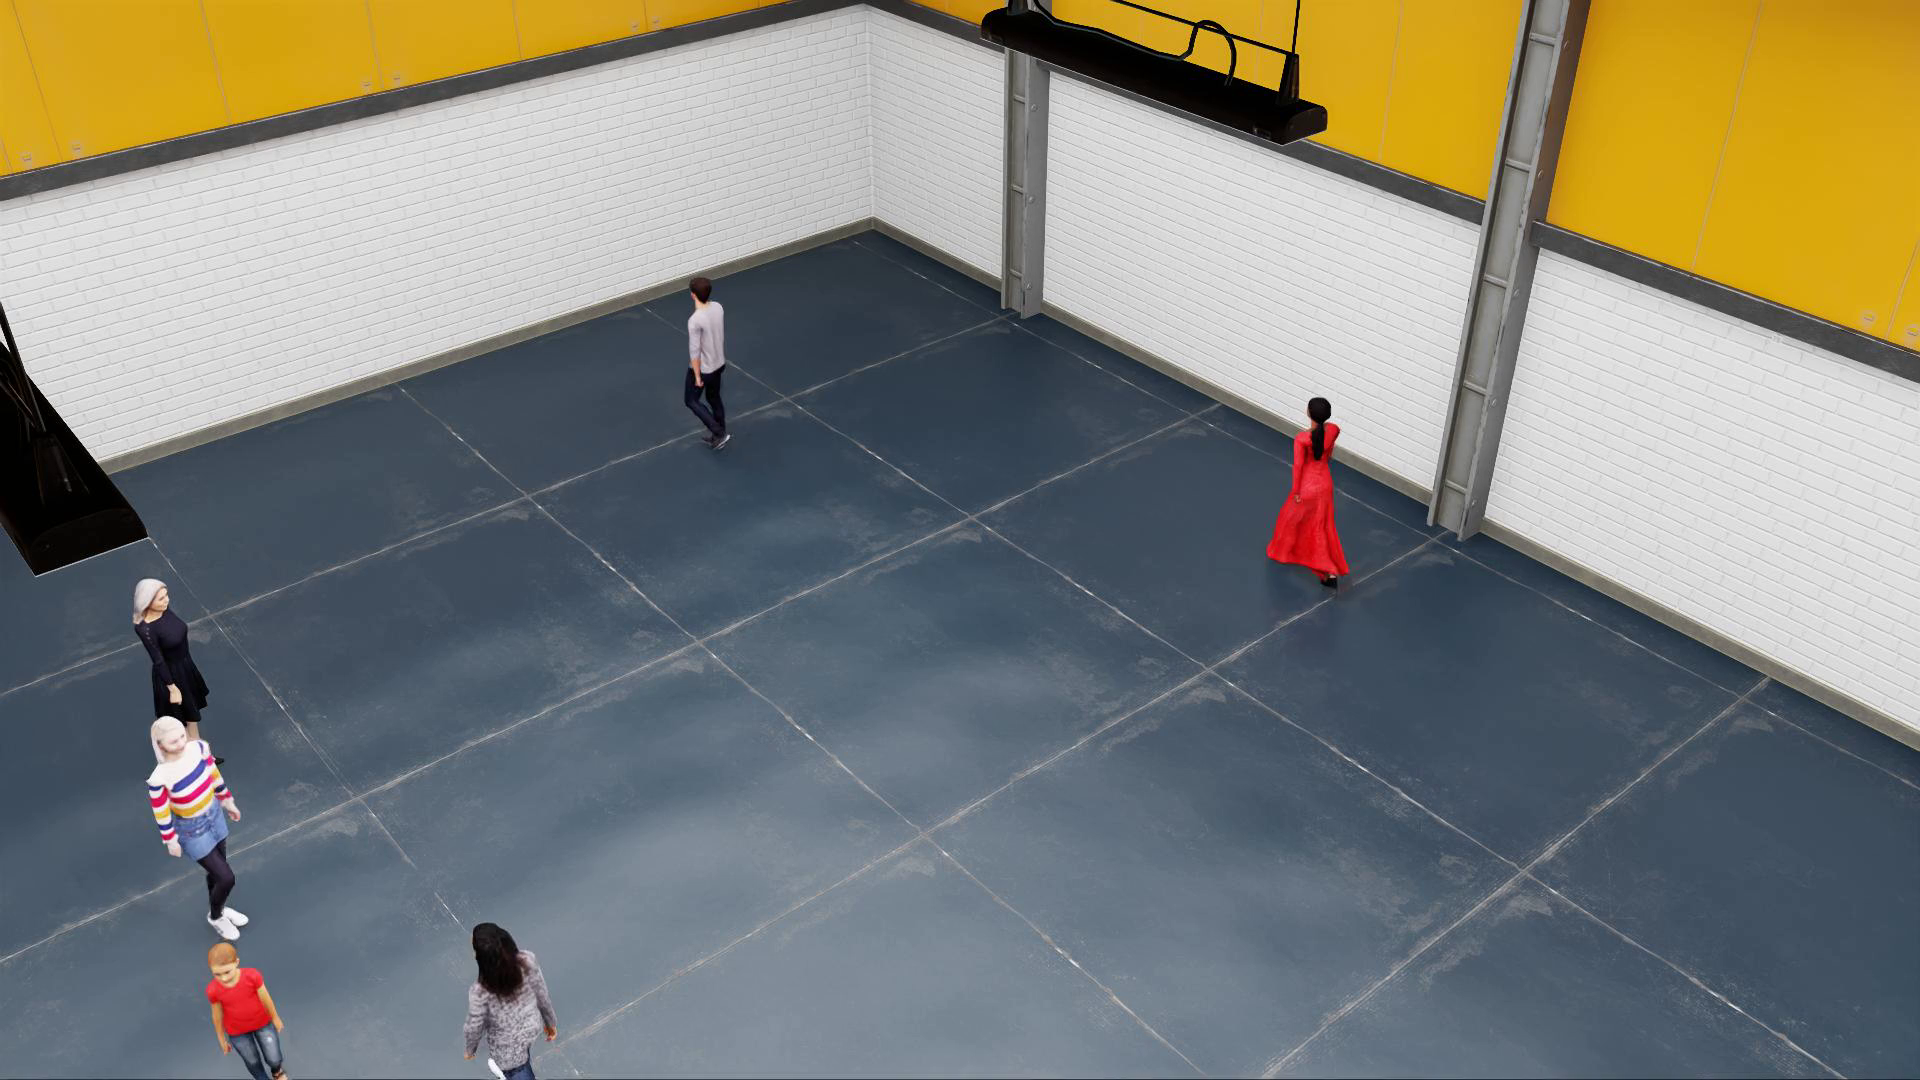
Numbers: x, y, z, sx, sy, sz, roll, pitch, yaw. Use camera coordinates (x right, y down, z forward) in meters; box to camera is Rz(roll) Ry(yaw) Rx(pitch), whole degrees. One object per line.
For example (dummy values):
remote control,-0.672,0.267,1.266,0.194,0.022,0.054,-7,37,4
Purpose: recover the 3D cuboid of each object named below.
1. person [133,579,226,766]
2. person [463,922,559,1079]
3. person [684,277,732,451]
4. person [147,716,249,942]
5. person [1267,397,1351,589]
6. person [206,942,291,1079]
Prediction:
person,-5.696,1.013,12.098,0.757,1.748,0.671,-3,34,-5
person,-2.447,2.868,9.357,1.139,1.694,0.760,24,41,32
person,-2.376,-1.666,16.055,0.814,1.829,0.766,20,39,28
person,-5.008,1.838,10.810,0.808,1.798,0.771,8,34,12
person,3.058,-0.379,14.196,0.831,1.744,1.186,-14,36,-19
person,-4.187,2.812,9.799,0.562,1.297,0.591,-12,36,-18
